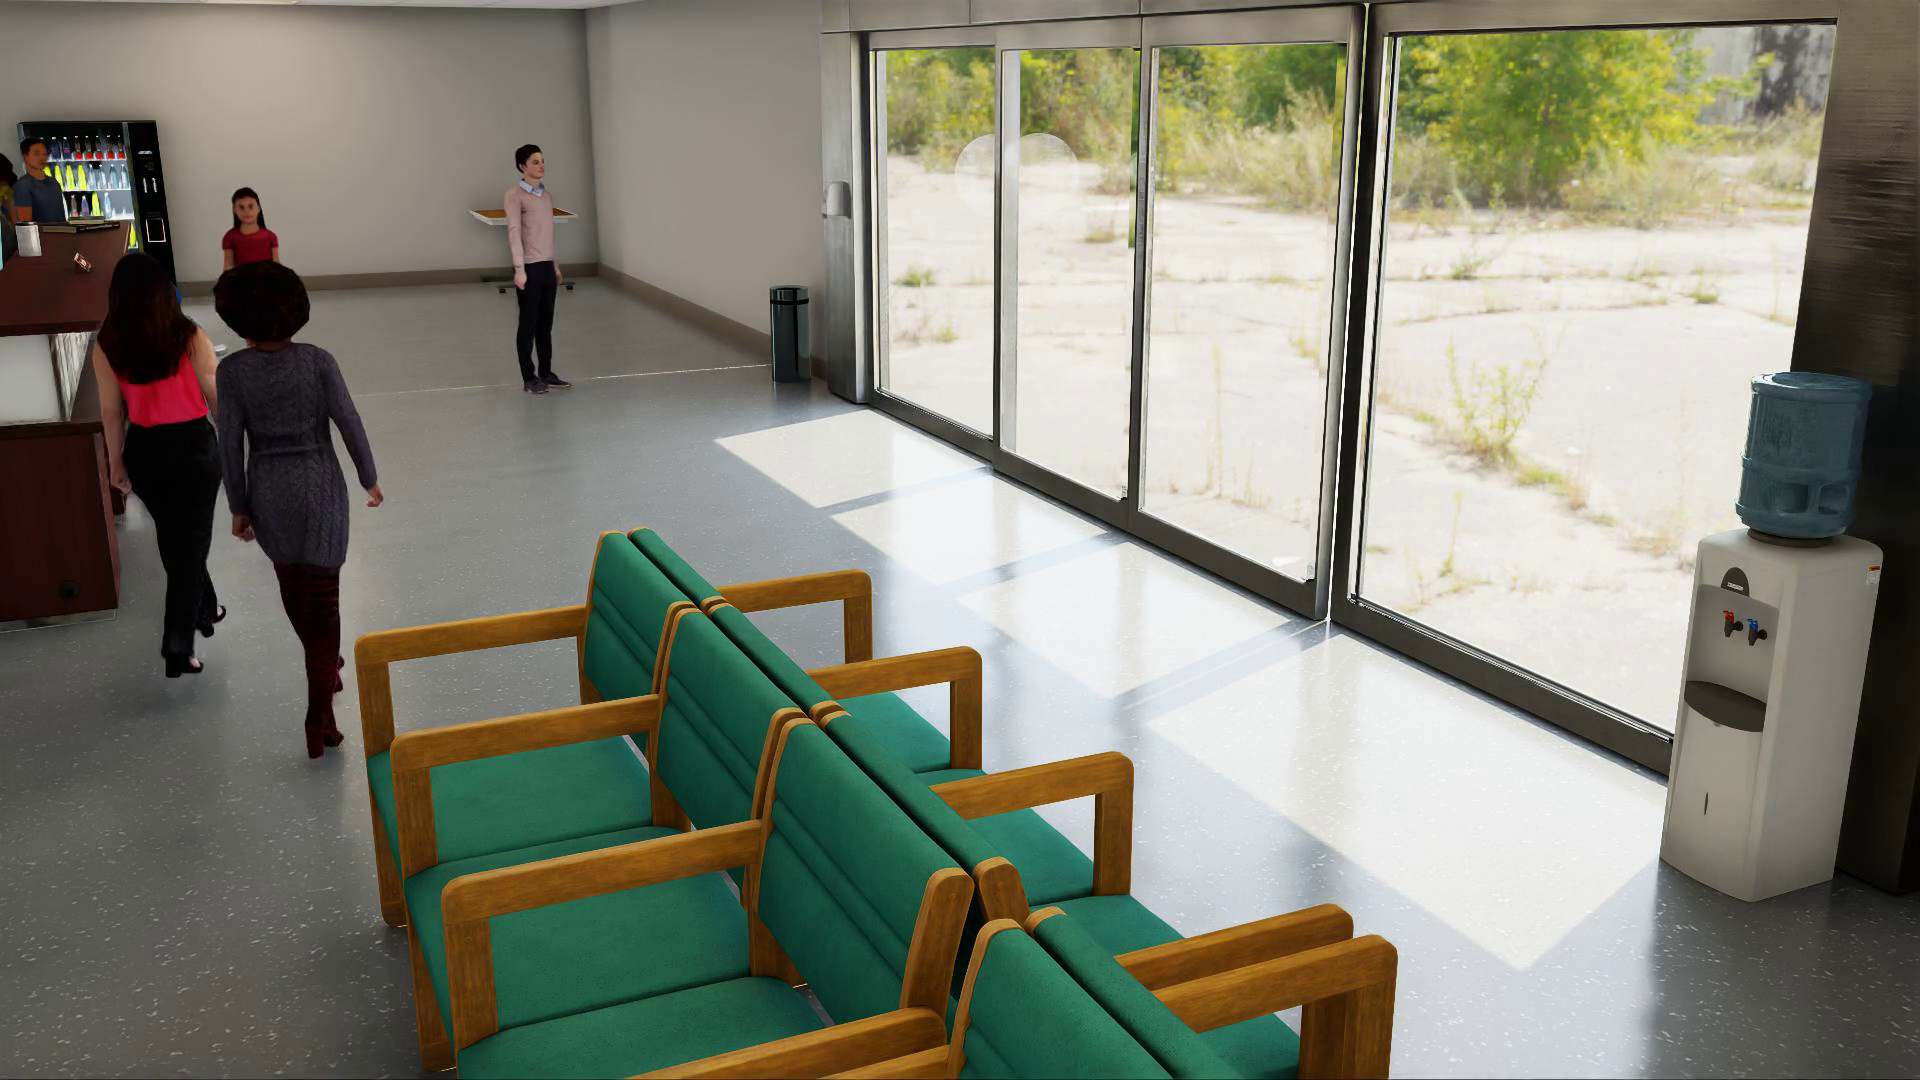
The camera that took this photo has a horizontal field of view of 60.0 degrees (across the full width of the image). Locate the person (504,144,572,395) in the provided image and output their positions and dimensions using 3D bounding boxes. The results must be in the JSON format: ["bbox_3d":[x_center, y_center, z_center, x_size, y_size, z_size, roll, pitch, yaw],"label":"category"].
[{"bbox_3d":[-3.151,-2.015,12.343,0.772,1.809,0.688,8,18,26],"label":"person"}]

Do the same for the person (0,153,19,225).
[{"bbox_3d":[-8.099,-2.515,14.445,1.135,1.630,1.348,11,19,33],"label":"person"}]

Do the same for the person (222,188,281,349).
[{"bbox_3d":[-4.951,-1.681,11.697,0.961,1.508,0.602,-7,17,-24],"label":"person"}]

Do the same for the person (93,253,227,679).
[{"bbox_3d":[-3.055,-0.244,6.421,1.127,1.614,0.909,-1,16,-4],"label":"person"}]

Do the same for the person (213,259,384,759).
[{"bbox_3d":[-2.281,-0.073,5.691,1.053,1.680,0.873,-2,16,-7],"label":"person"}]

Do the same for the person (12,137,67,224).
[{"bbox_3d":[-7.425,-2.343,13.507,0.734,1.808,0.729,2,16,7],"label":"person"}]
